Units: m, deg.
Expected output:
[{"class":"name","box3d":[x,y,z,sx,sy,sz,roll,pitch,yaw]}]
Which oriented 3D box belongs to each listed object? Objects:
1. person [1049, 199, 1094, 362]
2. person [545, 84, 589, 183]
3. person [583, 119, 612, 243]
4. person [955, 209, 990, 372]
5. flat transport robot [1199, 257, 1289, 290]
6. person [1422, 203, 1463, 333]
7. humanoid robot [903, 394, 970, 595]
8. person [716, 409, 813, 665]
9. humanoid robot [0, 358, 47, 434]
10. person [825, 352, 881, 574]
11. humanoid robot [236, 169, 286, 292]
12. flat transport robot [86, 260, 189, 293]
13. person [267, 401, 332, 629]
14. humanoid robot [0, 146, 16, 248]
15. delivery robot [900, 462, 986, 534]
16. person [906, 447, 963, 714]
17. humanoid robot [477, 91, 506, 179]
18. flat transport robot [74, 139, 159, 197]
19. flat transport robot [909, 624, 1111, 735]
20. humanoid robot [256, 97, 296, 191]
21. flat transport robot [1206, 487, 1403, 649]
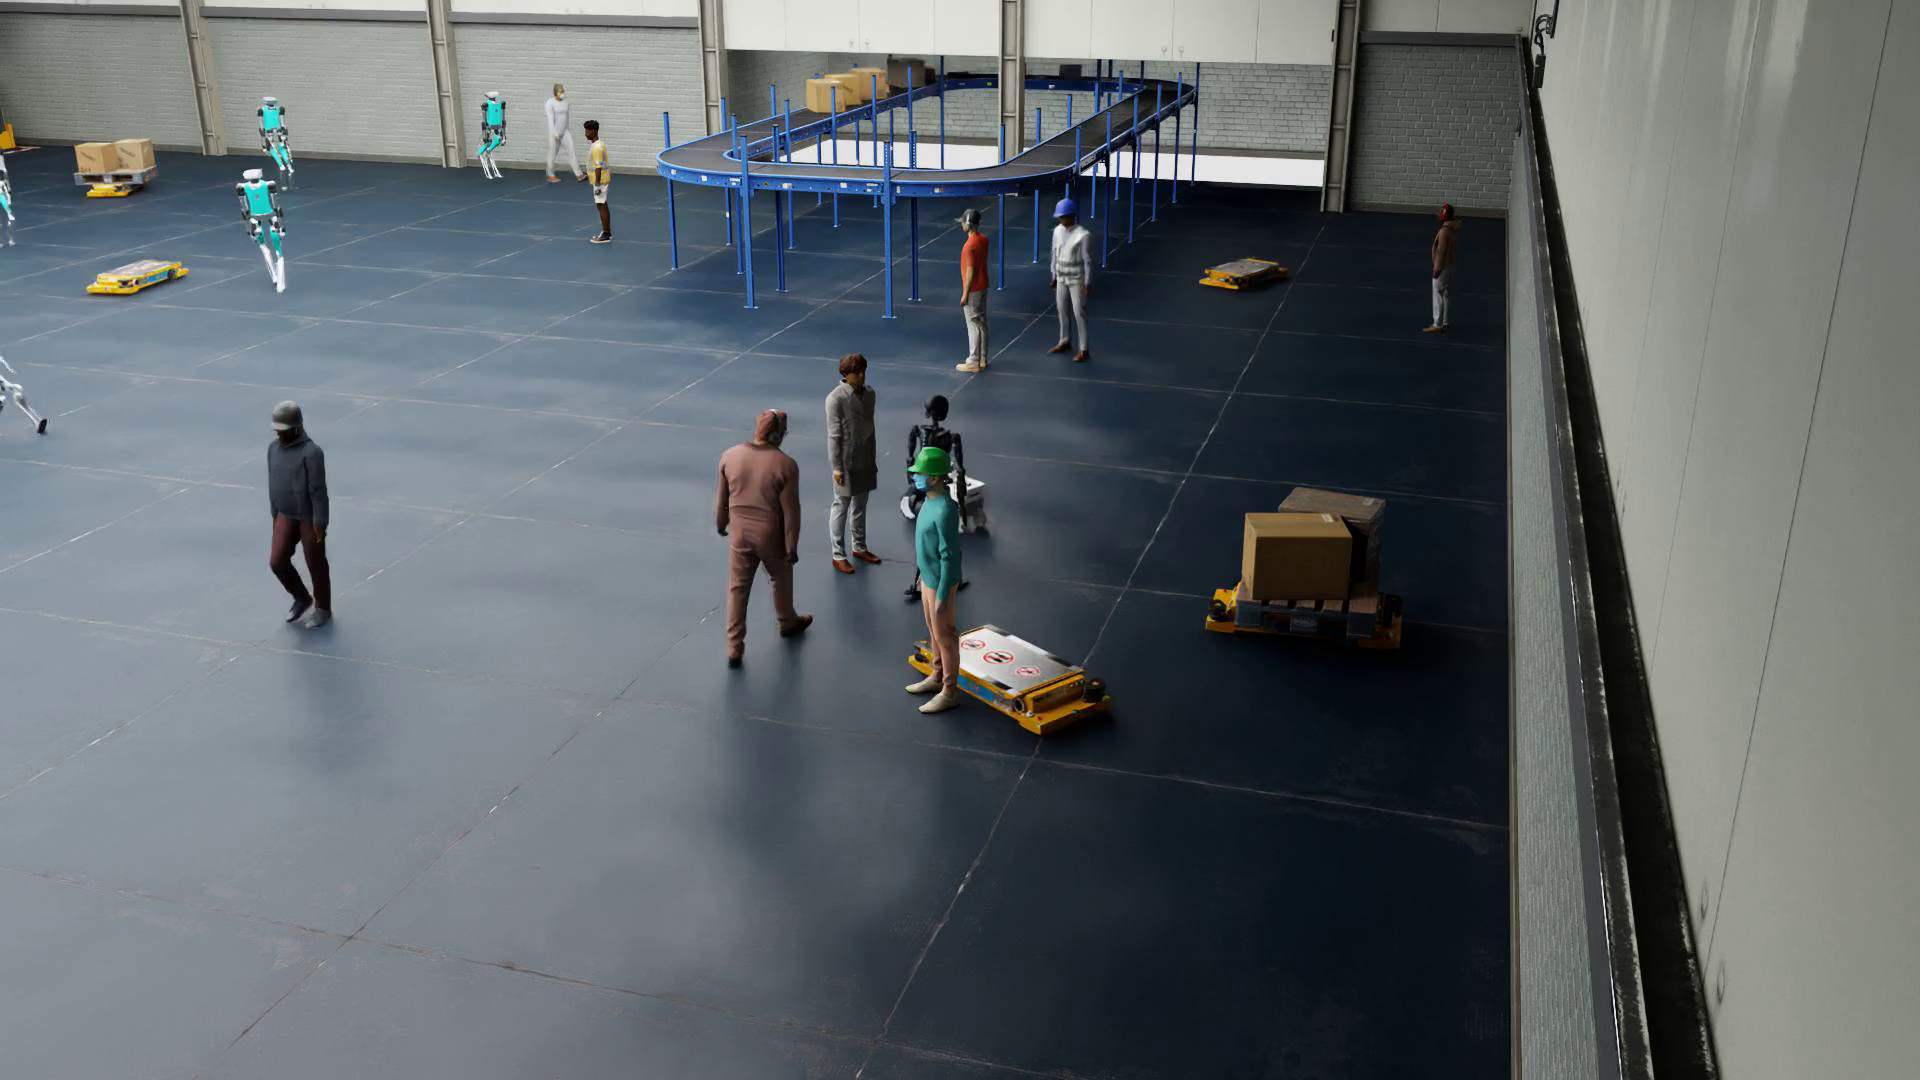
[{"class":"person","box3d":[1.330,-3.134,20.012,0.437,1.926,0.642,-17,27,-37]},{"class":"person","box3d":[-7.743,-7.920,32.470,1.044,1.884,0.643,14,25,32]},{"class":"person","box3d":[-5.840,-5.799,26.878,0.372,1.958,0.600,-3,21,-7]},{"class":"person","box3d":[0.136,-2.924,19.483,0.402,1.912,0.476,10,23,23]},{"class":"flat transport robot","box3d":[4.150,-3.879,24.240,0.659,0.231,1.431,17,27,37]},{"class":"person","box3d":[6.190,-3.471,21.267,0.329,1.646,0.474,14,25,32]},{"class":"humanoid robot","box3d":[-0.205,-0.351,13.190,0.590,1.646,0.645,14,25,31]},{"class":"person","box3d":[-1.459,-0.061,12.140,0.768,1.848,0.924,7,22,17]},{"class":"humanoid robot","box3d":[-9.914,-1.865,17.054,0.888,1.825,0.553,-1,21,-3]},{"class":"person","box3d":[-0.870,-0.645,13.680,0.369,1.833,0.502,19,28,41]},{"class":"humanoid robot","box3d":[-9.859,-4.424,23.650,0.556,1.760,0.917,-6,22,-14]},{"class":"flat transport robot","box3d":[-11.886,-3.808,24.054,0.659,0.231,1.431,3,21,9]},{"class":"person","box3d":[-4.987,-0.181,12.520,0.567,1.789,0.465,6,22,14]},{"class":"humanoid robot","box3d":[-15.312,-5.507,26.378,0.536,1.758,0.717,-16,26,-35]},{"class":"delivery robot","box3d":[-0.117,-0.411,14.826,0.756,0.580,0.499,20,28,41]},{"class":"person","box3d":[-0.164,0.264,11.260,0.355,1.876,0.516,-5,22,-12]},{"class":"humanoid robot","box3d":[-9.210,-7.922,32.499,0.735,1.677,0.533,17,27,37]},{"class":"flat transport robot","box3d":[-16.030,-6.747,31.677,0.659,0.231,1.431,-3,21,-7]},{"class":"flat transport robot","box3d":[0.330,0.953,11.706,0.659,0.231,1.431,-17,27,-36]},{"class":"humanoid robot","box3d":[-12.852,-7.404,31.451,0.676,1.881,0.545,19,28,40]},{"class":"flat transport robot","box3d":[2.643,0.559,12.728,1.431,0.231,0.659,6,22,14]}]
